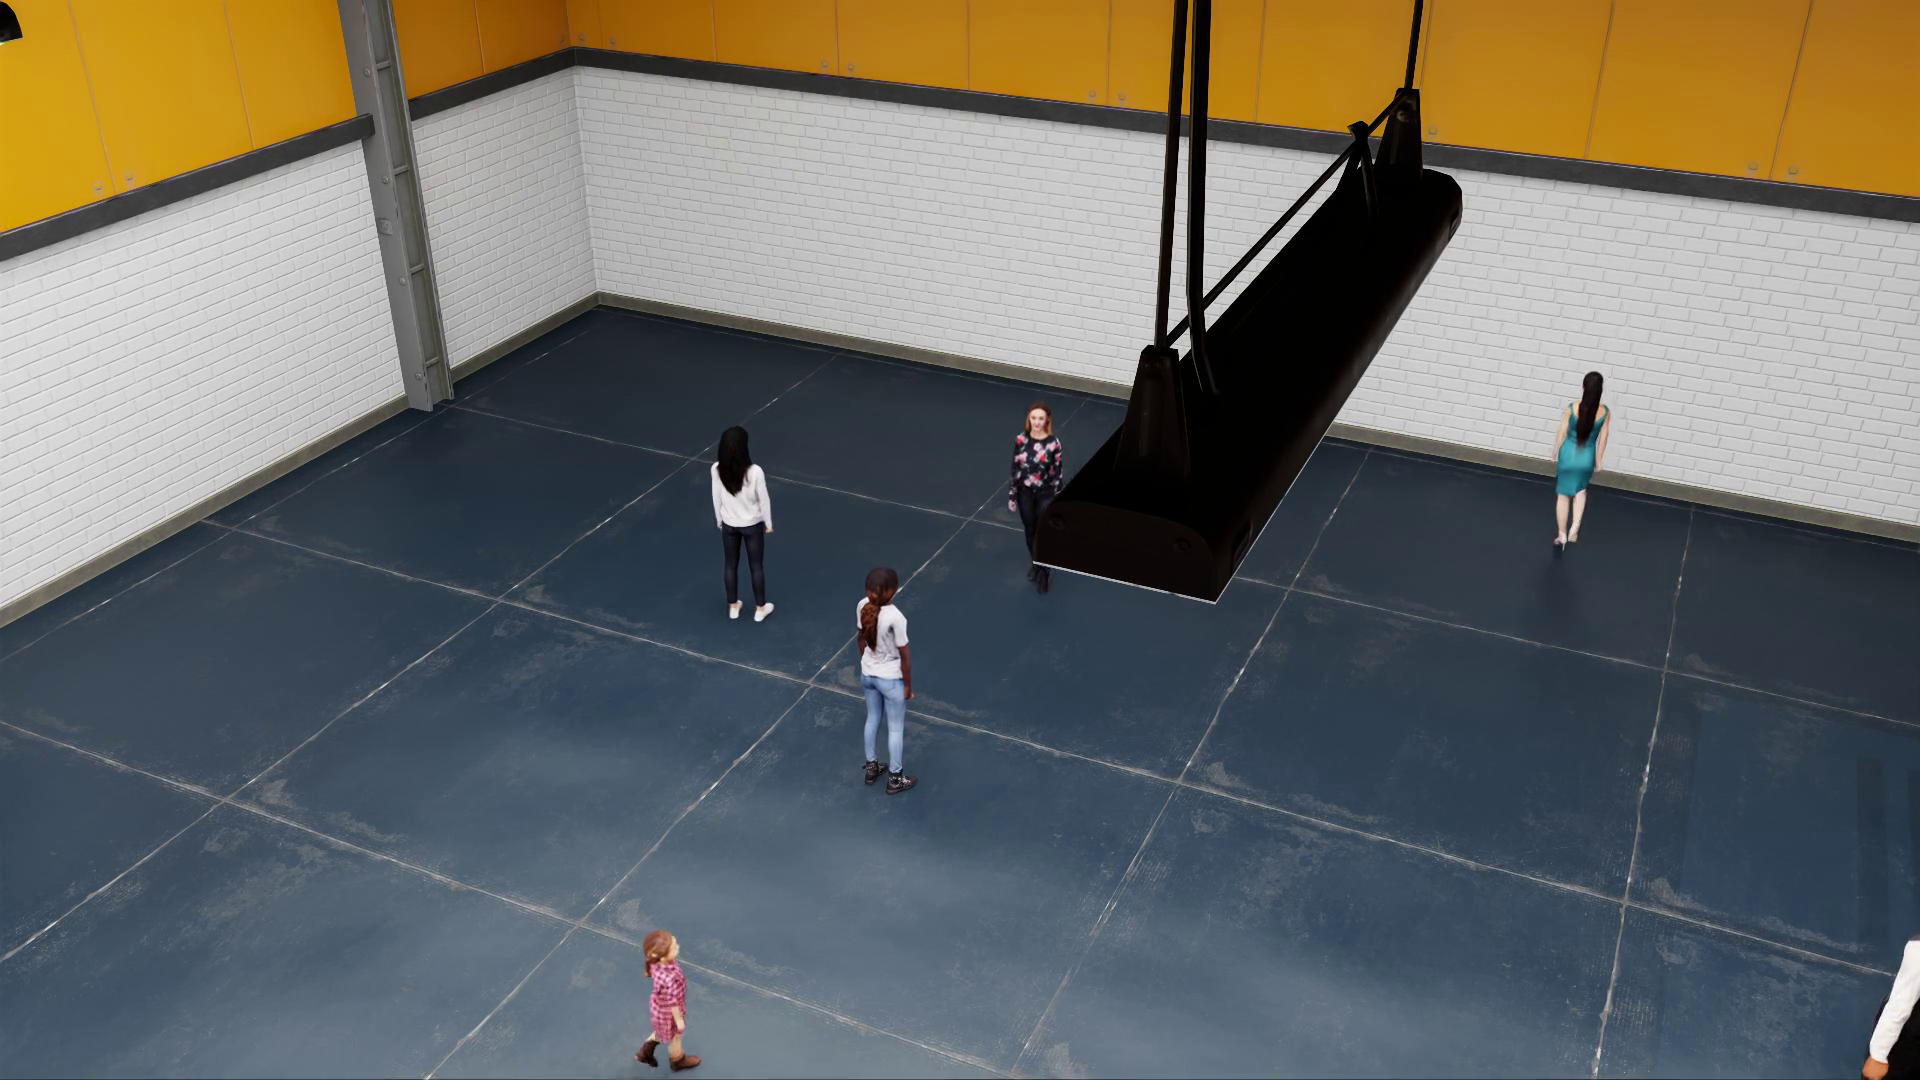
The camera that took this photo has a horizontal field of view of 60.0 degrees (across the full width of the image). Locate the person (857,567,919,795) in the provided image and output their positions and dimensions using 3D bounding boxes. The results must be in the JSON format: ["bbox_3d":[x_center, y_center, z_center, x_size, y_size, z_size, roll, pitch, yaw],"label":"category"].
[{"bbox_3d":[-0.517,0.941,11.380,0.634,1.719,0.597,22,35,34],"label":"person"}]

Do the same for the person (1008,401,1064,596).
[{"bbox_3d":[0.658,-0.416,13.923,0.614,1.665,0.718,9,30,16],"label":"person"}]

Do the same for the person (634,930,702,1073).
[{"bbox_3d":[-1.647,2.559,9.149,0.659,1.014,0.594,-11,31,-20],"label":"person"}]

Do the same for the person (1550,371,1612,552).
[{"bbox_3d":[5.323,-0.643,14.325,0.628,1.679,0.658,4,29,7],"label":"person"}]

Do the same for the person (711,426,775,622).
[{"bbox_3d":[-1.761,-0.137,13.375,0.669,1.700,0.627,5,29,10],"label":"person"}]
